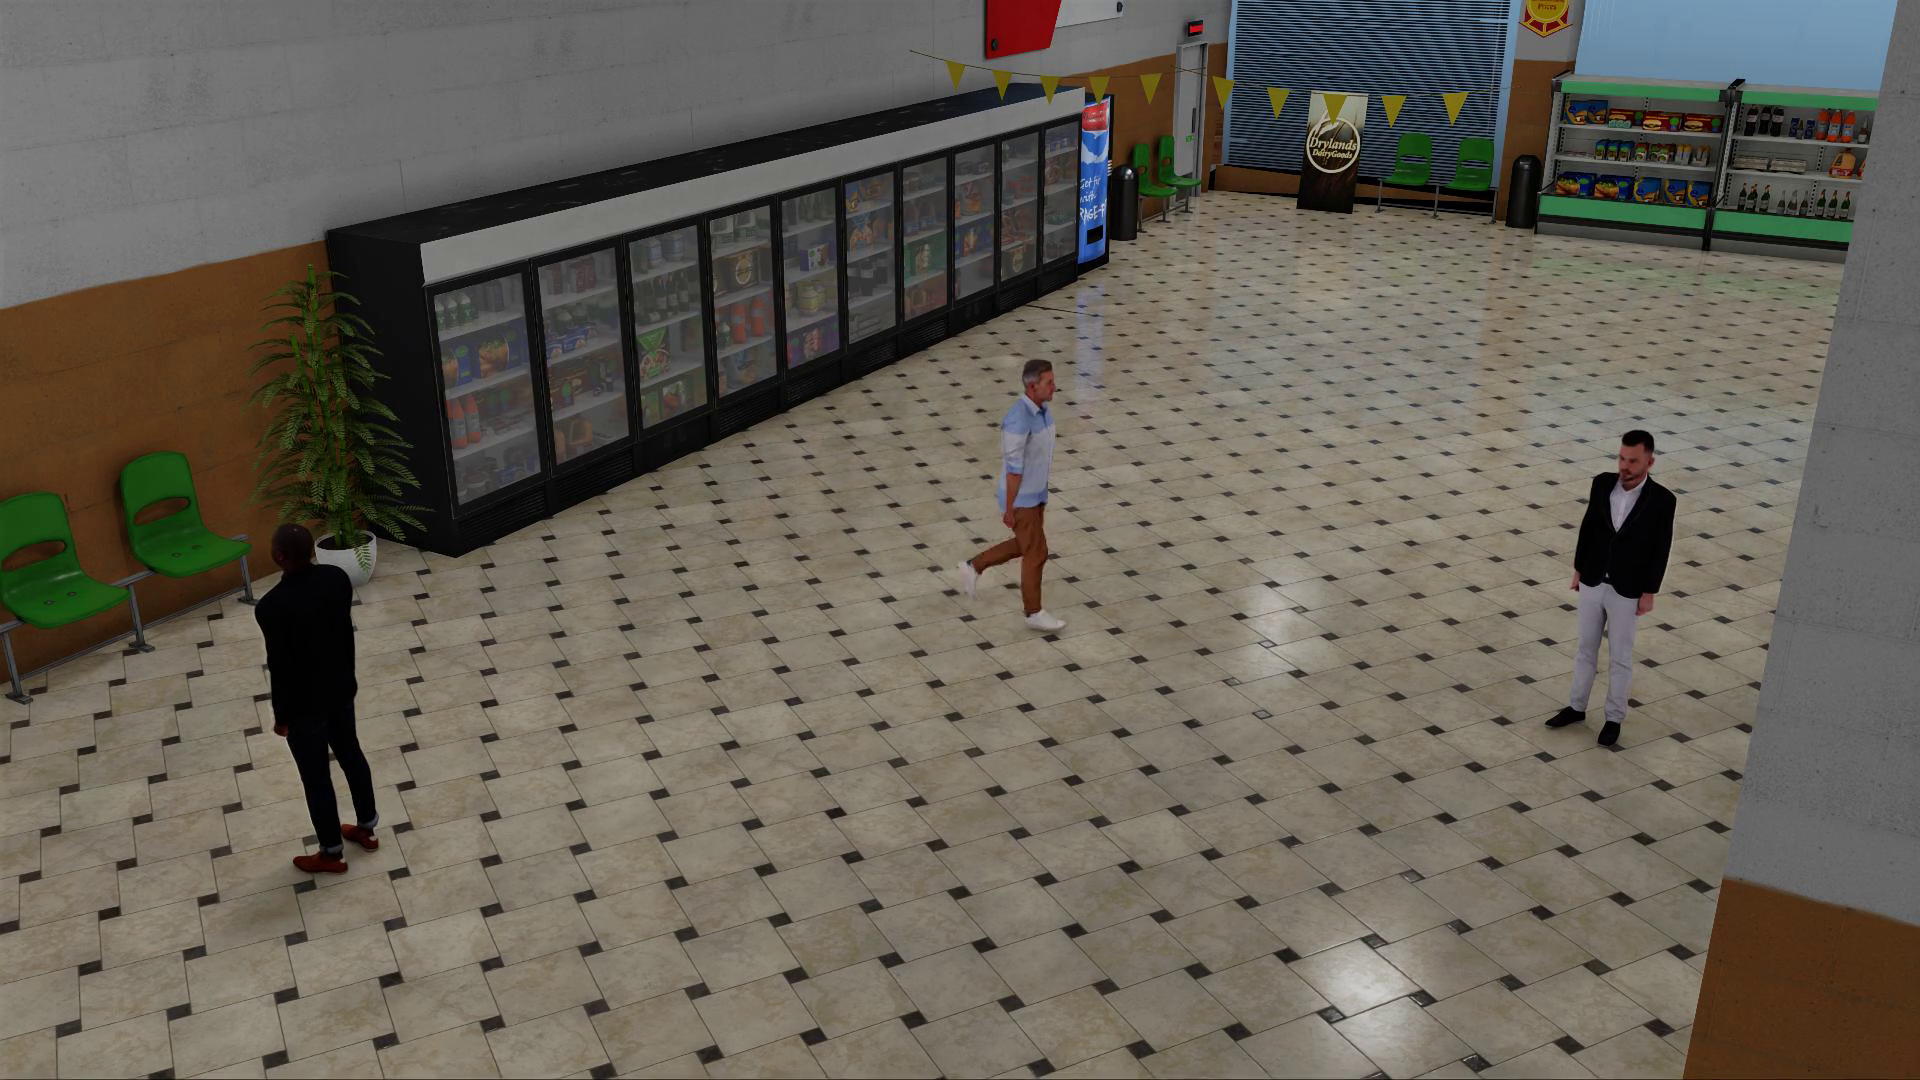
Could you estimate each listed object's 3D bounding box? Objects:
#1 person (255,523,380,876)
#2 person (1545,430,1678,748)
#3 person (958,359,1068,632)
[{"bbox_3d":[-3.115,0.763,8.078,0.625,1.818,0.713,9,24,22],"label":"person"},{"bbox_3d":[3.680,0.249,9.328,0.773,1.840,0.601,-20,29,-40],"label":"person"},{"bbox_3d":[0.331,-0.293,10.737,1.088,1.796,0.800,8,23,19],"label":"person"}]
